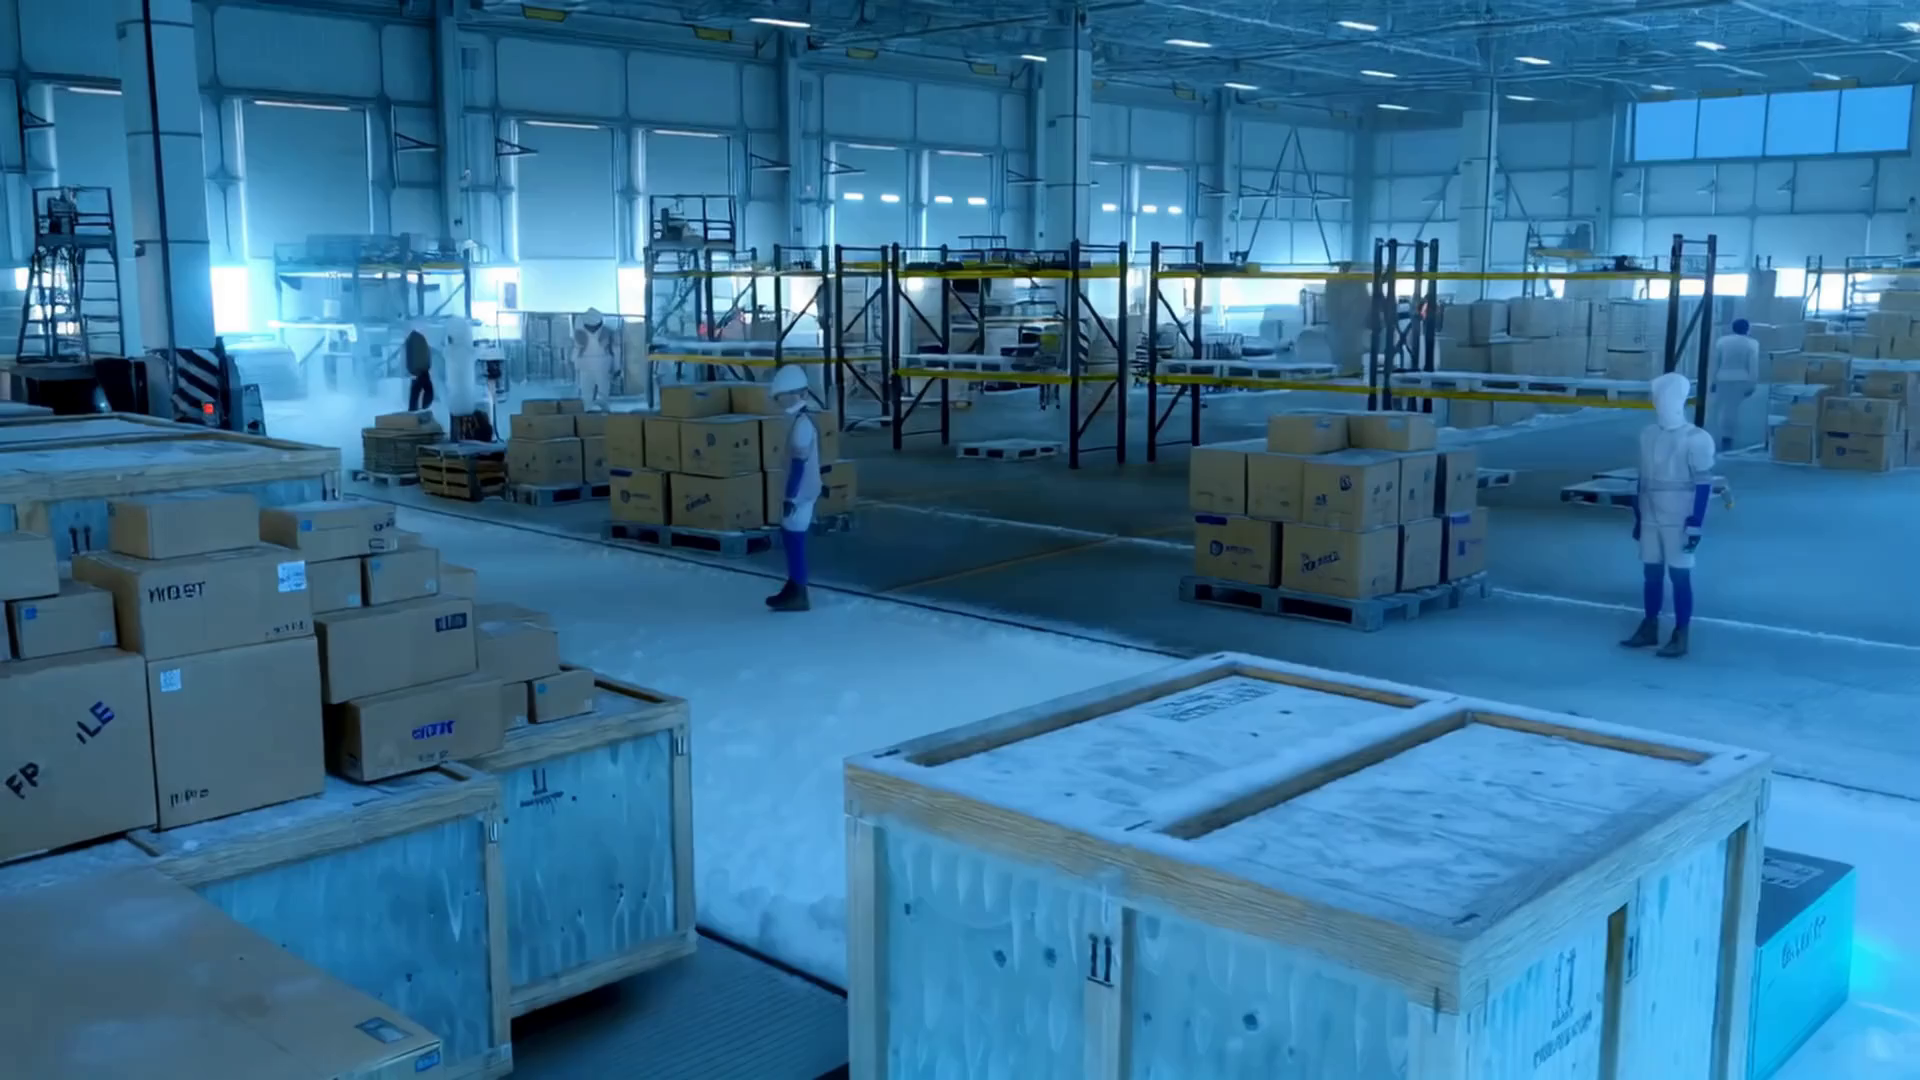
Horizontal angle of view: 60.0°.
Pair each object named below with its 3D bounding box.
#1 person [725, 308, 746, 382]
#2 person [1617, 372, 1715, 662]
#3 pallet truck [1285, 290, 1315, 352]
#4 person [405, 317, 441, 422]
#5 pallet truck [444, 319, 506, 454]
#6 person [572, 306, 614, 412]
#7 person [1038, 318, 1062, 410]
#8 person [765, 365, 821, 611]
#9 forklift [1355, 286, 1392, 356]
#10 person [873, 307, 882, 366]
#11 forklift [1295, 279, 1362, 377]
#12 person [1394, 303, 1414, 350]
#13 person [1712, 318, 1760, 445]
[{"bbox_3d":[-4.167,-3.355,31.030,0.365,1.931,0.631,-6,11,-34],"label":"person"},{"bbox_3d":[4.815,-0.159,11.321,0.367,1.963,0.609,-4,10,-21],"label":"person"},{"bbox_3d":[11.297,-6.951,52.861,1.885,1.965,0.823,-5,11,-29],"label":"pallet truck"},{"bbox_3d":[-9.291,-2.942,28.815,0.722,1.817,0.651,-2,9,-10],"label":"person"},{"bbox_3d":[-6.981,-1.942,22.150,1.885,1.965,0.823,1,9,9],"label":"pallet truck"},{"bbox_3d":[-6.142,-2.904,27.916,0.678,2.000,0.536,-2,9,-10],"label":"person"},{"bbox_3d":[1.714,-3.328,31.459,0.501,1.734,0.335,-5,10,-27],"label":"person"},{"bbox_3d":[-1.301,-0.402,12.937,0.417,1.923,0.559,-3,10,-18],"label":"person"},{"bbox_3d":[11.391,-6.499,47.394,1.873,2.768,1.129,3,10,17],"label":"forklift"},{"bbox_3d":[-2.165,-5.394,44.446,0.323,1.632,0.524,0,9,-2],"label":"person"},{"bbox_3d":[9.386,-5.479,41.136,1.873,2.768,1.129,9,13,43],"label":"forklift"},{"bbox_3d":[9.514,-4.101,35.604,0.593,1.924,0.384,-4,10,-25],"label":"person"},{"bbox_3d":[11.777,-2.401,25.225,0.624,1.906,0.833,8,12,39],"label":"person"}]
